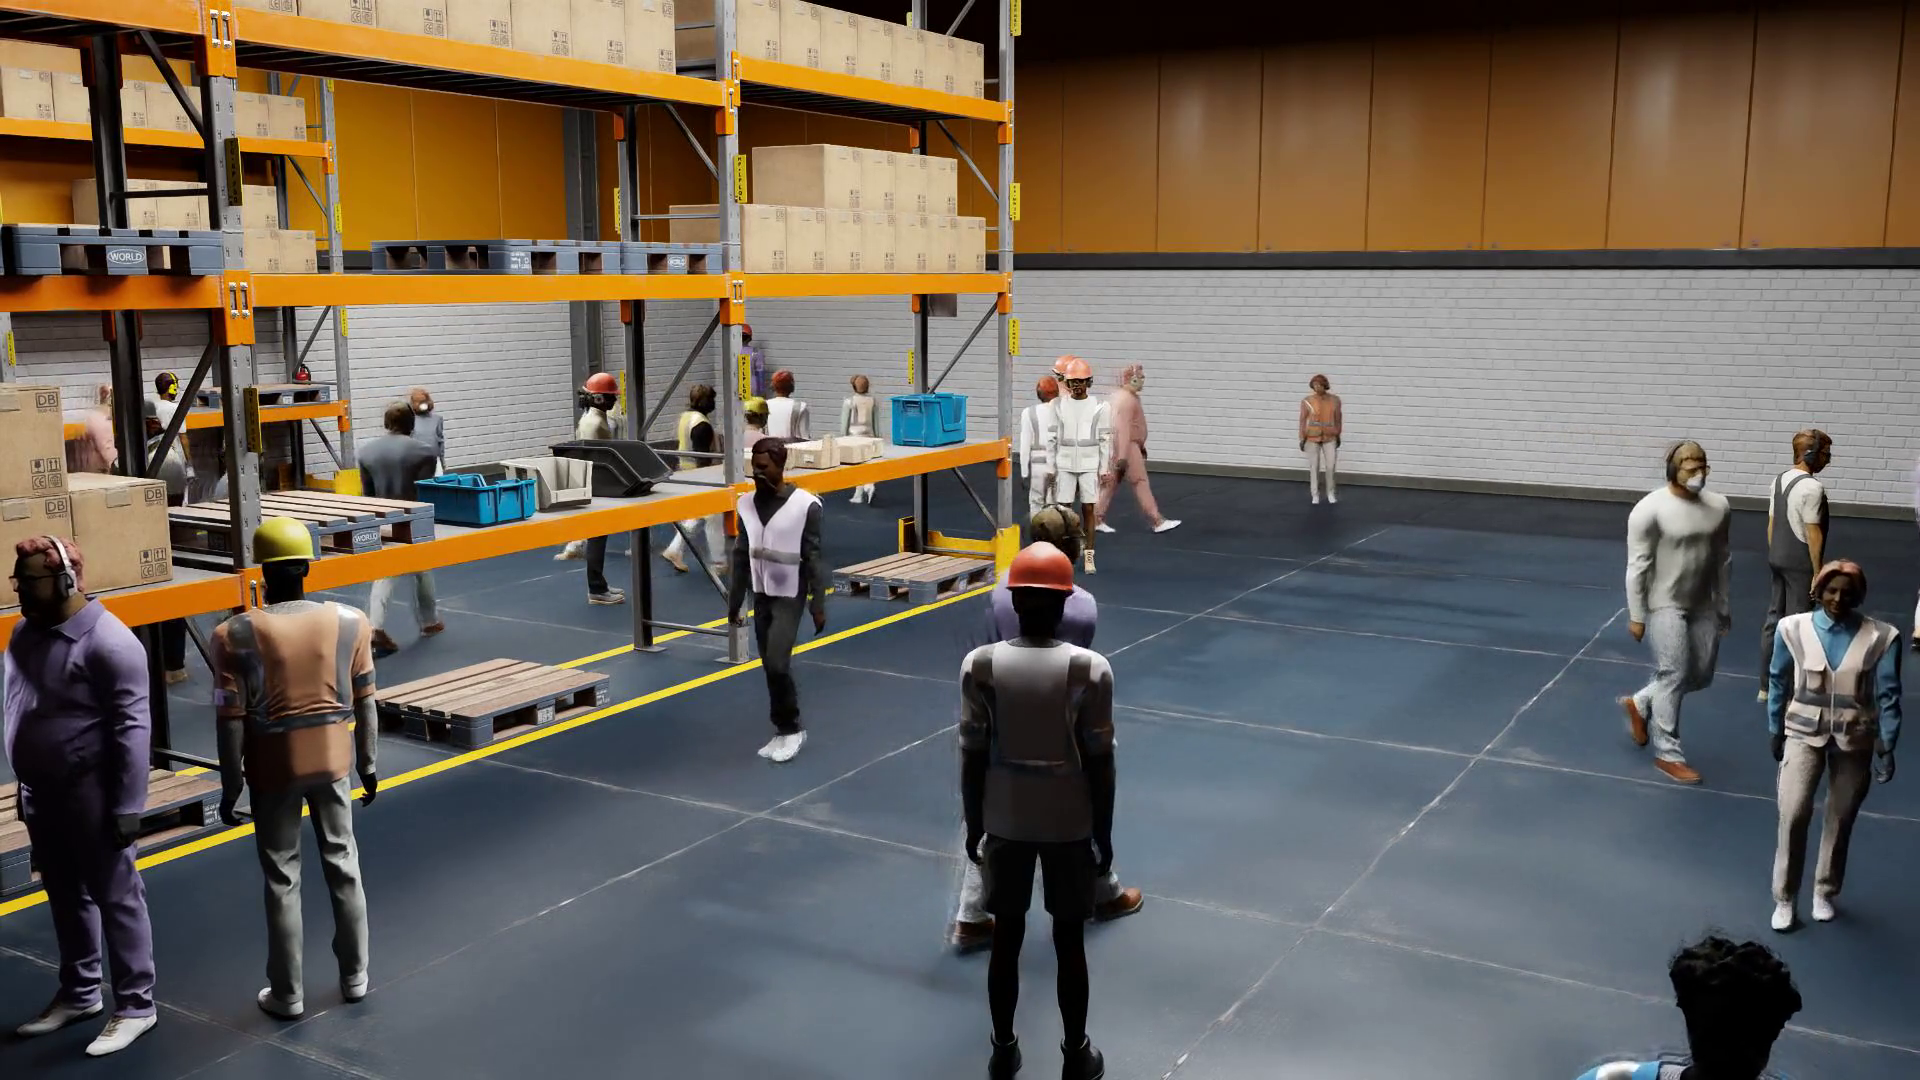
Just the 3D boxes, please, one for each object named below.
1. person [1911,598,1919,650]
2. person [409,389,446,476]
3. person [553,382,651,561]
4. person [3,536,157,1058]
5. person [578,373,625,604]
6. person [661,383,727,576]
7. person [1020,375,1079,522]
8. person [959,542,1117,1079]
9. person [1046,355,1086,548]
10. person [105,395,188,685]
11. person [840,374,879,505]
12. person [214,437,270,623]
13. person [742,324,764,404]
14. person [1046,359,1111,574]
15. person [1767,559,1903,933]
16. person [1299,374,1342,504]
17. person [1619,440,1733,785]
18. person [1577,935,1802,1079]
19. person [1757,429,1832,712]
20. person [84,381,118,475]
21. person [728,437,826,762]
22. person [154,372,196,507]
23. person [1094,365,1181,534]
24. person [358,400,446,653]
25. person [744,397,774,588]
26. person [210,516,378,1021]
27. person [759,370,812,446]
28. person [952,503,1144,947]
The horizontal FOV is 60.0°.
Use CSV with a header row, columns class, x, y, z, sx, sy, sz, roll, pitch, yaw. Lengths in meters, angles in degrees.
class,x,y,z,sx,sy,sz,roll,pitch,yaw
person,7.512,-0.049,12.497,0.941,1.808,0.636,-9,12,-43
person,-5.735,-0.822,17.919,0.510,1.596,0.790,-7,12,-39
person,-3.543,-0.690,16.563,0.998,1.794,0.634,-6,11,-35
person,-3.241,0.926,6.063,0.644,1.907,0.400,5,10,27
person,-3.086,-0.447,14.355,0.395,1.990,0.625,-2,9,-11
person,-2.431,-0.554,15.569,0.721,1.827,0.636,-3,10,-20
person,0.878,-0.664,16.101,0.595,1.865,0.418,0,9,-2
person,0.274,0.965,5.751,0.543,1.928,0.372,2,9,13
person,1.088,-0.912,17.254,0.378,1.996,0.610,-3,10,-20
person,-5.658,-0.009,11.475,0.685,2.000,0.536,8,12,42
person,-1.190,-1.214,20.300,0.523,1.616,0.658,-7,11,-37
person,-4.702,0.153,11.243,0.807,1.788,0.612,-8,12,-41
person,-3.424,-2.415,26.489,0.610,2.042,0.396,0,9,-1
person,1.113,-0.689,15.713,0.606,2.044,0.374,1,9,7
person,3.734,0.895,7.144,0.518,1.615,0.626,5,10,28
person,4.412,-1.228,20.401,0.533,1.610,0.473,1,9,5
person,4.043,0.377,9.450,0.644,1.919,0.691,-3,10,-19
person,1.399,1.510,3.155,0.530,1.666,0.817,6,11,32
person,5.446,0.198,10.814,0.344,1.839,0.504,-1,9,-6
person,-7.898,-0.541,15.406,1.018,1.856,0.643,-1,9,-6
person,-1.092,0.351,9.663,0.622,1.898,0.532,6,11,35
person,-7.854,-0.739,16.590,0.509,1.865,0.329,3,9,16
person,1.885,-0.976,18.111,1.026,1.849,0.666,-1,9,-4
person,-4.265,-0.110,12.624,0.630,1.889,1.027,1,9,5
person,-1.831,-0.439,15.171,0.552,1.716,0.920,6,11,34
person,-2.538,0.866,6.375,0.595,1.923,0.379,-7,11,-37
person,-1.760,-0.764,16.679,0.584,1.882,0.337,2,9,10
person,0.355,0.779,7.066,1.008,1.891,0.649,-7,11,-37
